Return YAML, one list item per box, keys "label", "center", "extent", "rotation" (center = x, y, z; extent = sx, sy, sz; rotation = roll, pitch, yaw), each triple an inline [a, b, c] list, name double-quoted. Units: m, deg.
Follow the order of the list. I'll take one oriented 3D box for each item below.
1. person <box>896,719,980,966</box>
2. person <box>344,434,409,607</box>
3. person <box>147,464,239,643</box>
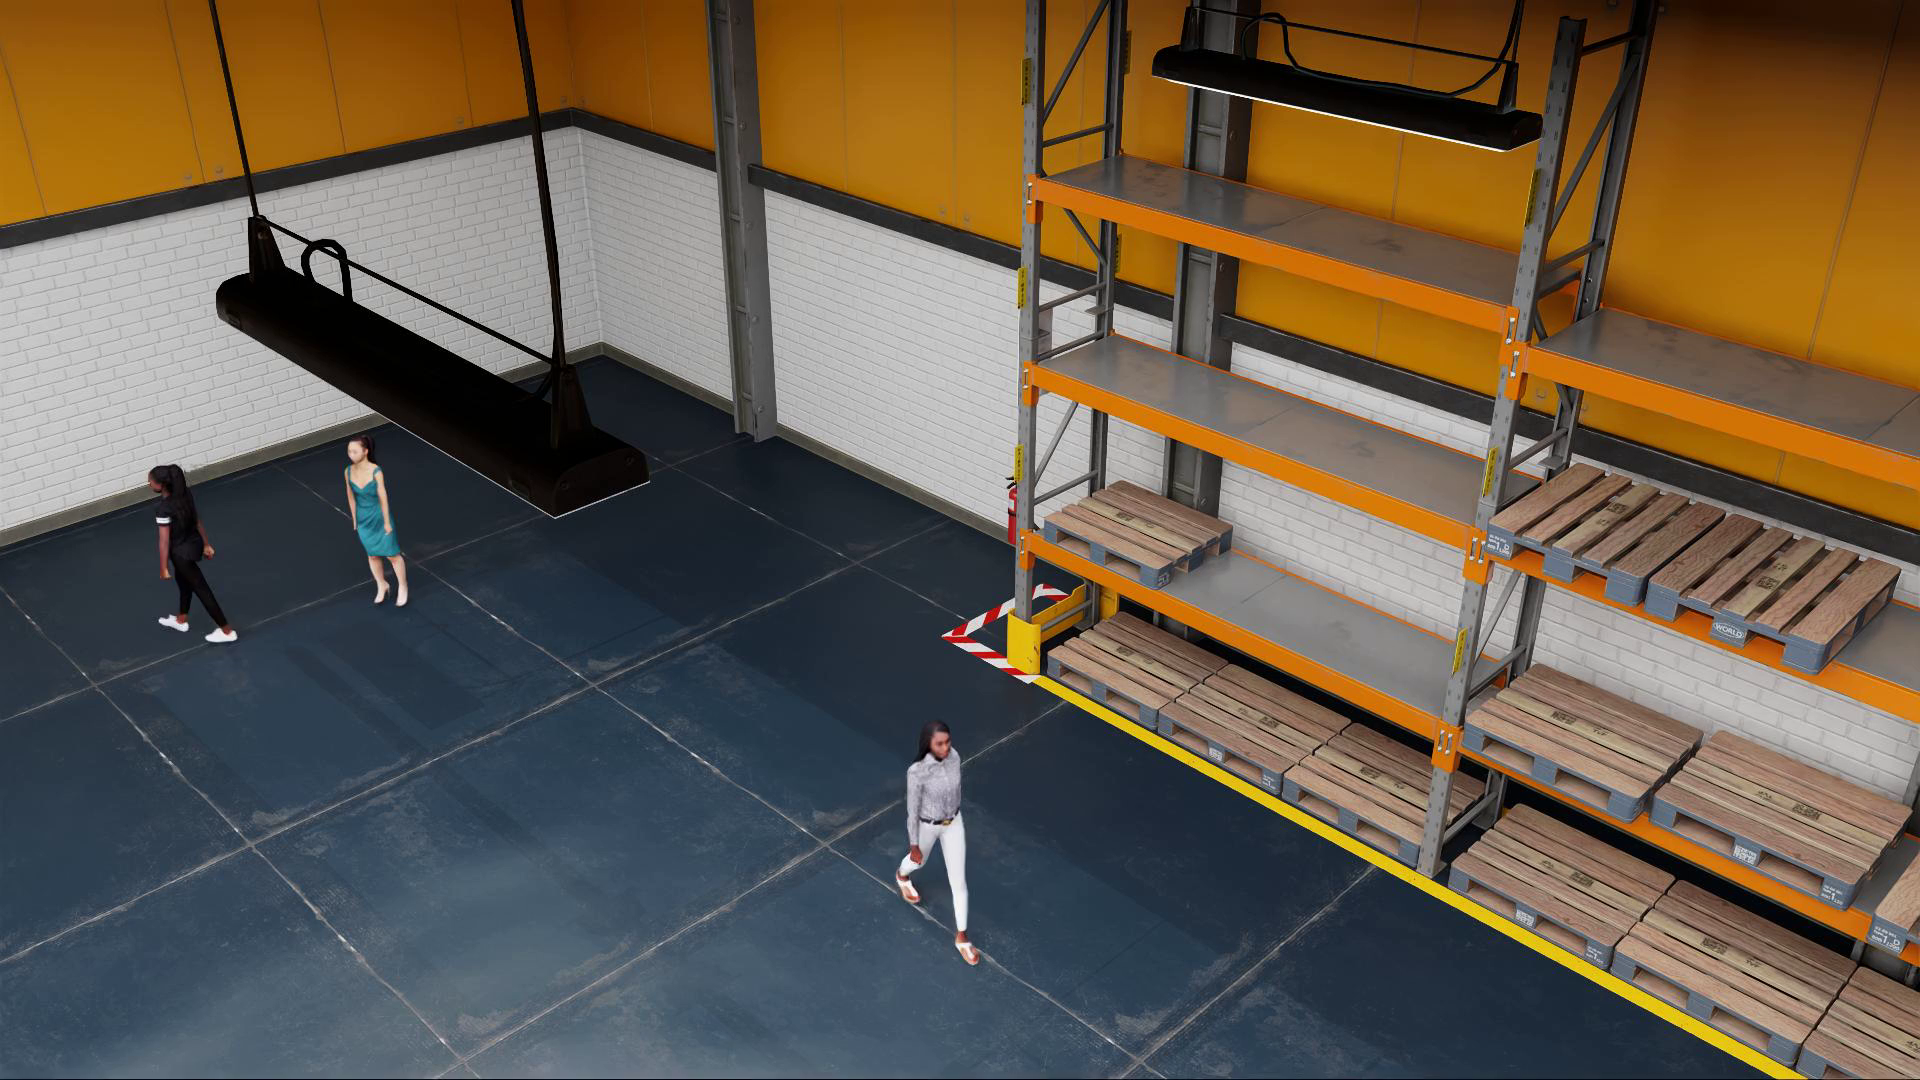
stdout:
- label: "person"
  center: [-0.215, 1.913, 11.133]
  extent: [0.845, 1.680, 1.275]
  rotation: [-16, 32, -26]
- label: "person"
  center: [-5.254, -0.172, 14.954]
  extent: [0.585, 1.682, 0.674]
  rotation: [5, 29, 9]
- label: "person"
  center: [-6.577, 0.146, 14.343]
  extent: [1.085, 1.710, 1.000]
  rotation: [2, 29, 4]
